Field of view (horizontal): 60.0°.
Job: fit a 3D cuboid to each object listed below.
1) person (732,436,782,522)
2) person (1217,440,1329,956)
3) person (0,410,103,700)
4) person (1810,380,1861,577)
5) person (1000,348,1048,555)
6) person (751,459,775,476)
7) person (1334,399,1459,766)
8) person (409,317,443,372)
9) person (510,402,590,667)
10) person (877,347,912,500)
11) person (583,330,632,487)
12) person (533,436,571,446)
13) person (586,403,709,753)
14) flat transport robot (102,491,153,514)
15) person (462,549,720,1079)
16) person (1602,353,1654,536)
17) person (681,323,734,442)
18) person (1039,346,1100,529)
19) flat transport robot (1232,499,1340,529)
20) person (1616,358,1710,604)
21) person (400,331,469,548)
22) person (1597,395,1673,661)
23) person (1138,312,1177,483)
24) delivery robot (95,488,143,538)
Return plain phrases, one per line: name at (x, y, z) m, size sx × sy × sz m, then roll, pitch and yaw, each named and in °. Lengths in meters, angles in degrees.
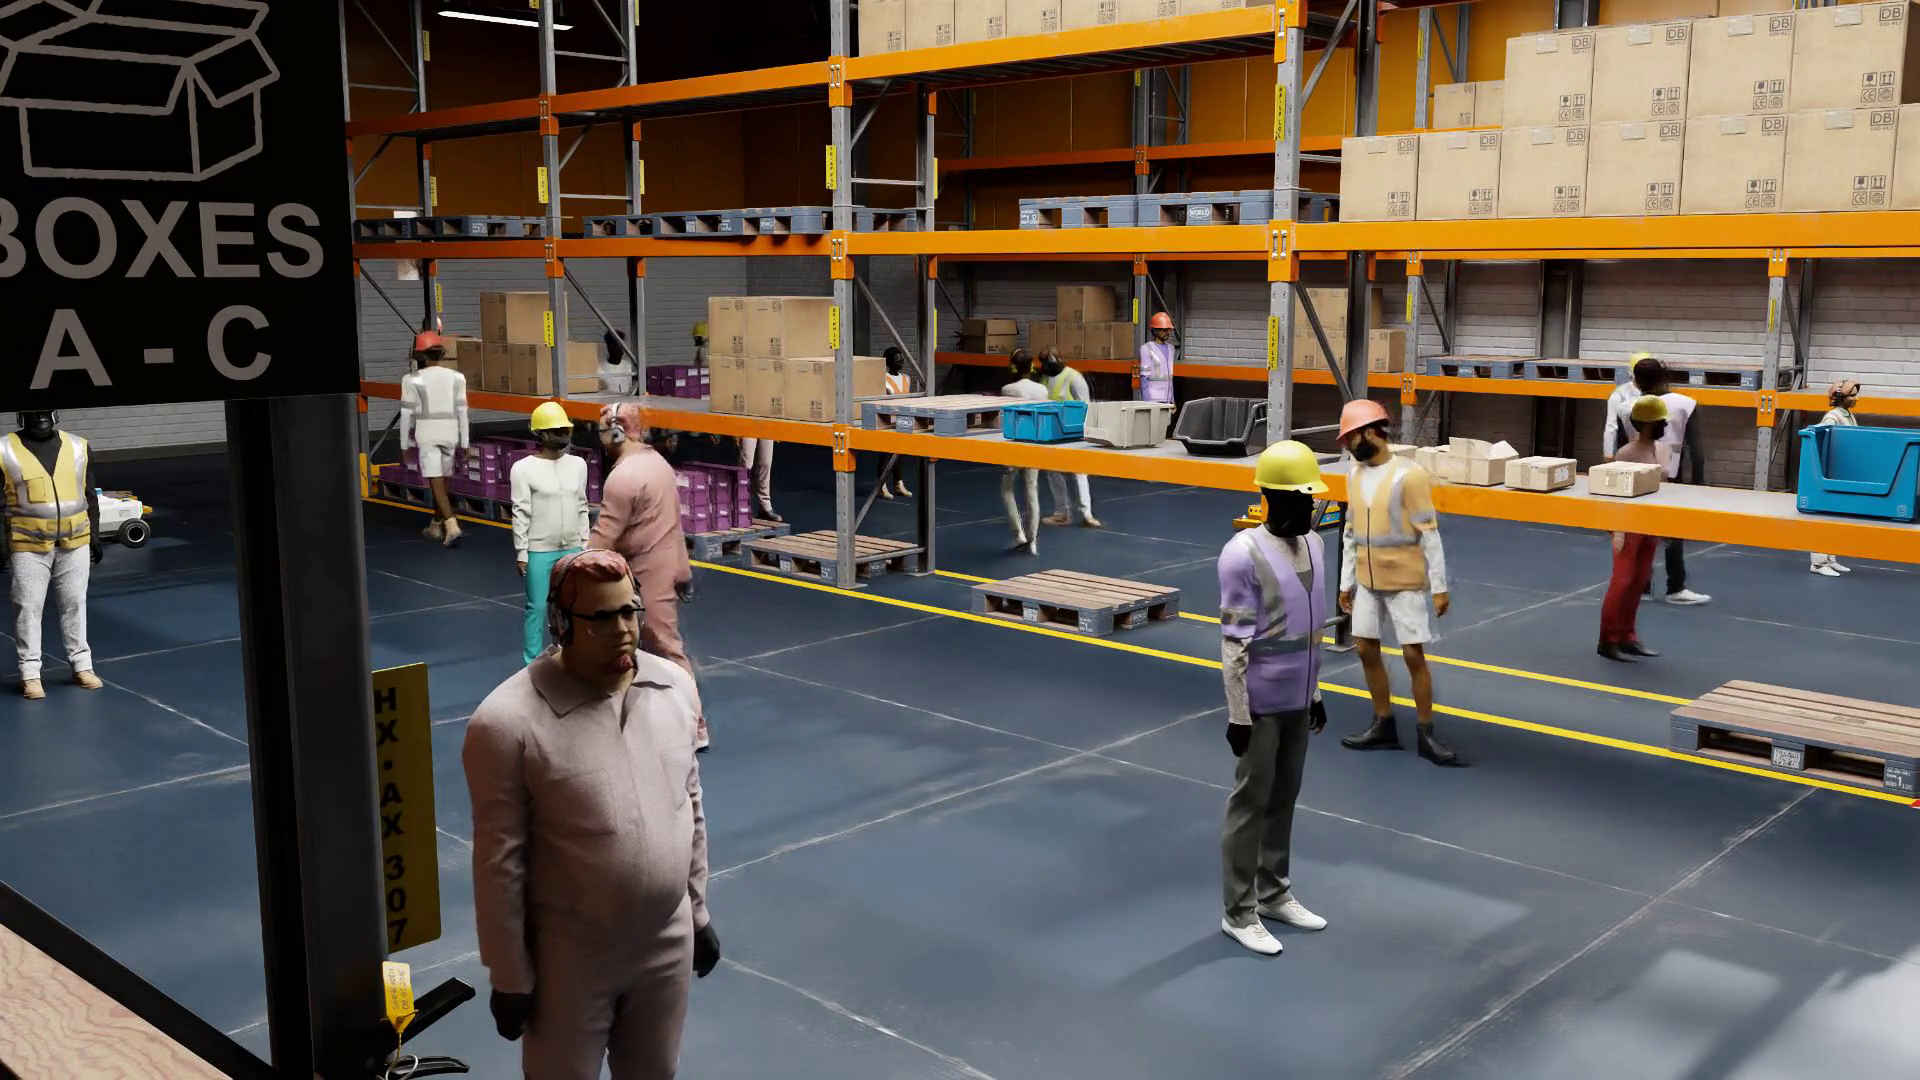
person at (-2.049, -1.152, 16.706) m, size 0.370 × 1.996 × 0.622 m, roll 9°, pitch 13°, yaw 42°
person at (1.205, 0.581, 6.297) m, size 0.366 × 1.926 × 0.594 m, roll 9°, pitch 13°, yaw 42°
person at (-5.482, 0.020, 9.999) m, size 0.429 × 1.843 × 0.633 m, roll 9°, pitch 13°, yaw 42°
person at (7.334, -0.523, 13.925) m, size 0.306 × 1.645 × 0.522 m, roll 9°, pitch 13°, yaw 42°
person at (0.562, -0.791, 14.943) m, size 0.548 × 1.847 × 0.482 m, roll -4°, pitch 10°, yaw -25°
person at (-2.536, -1.769, 20.654) m, size 0.340 × 1.942 × 0.552 m, roll 9°, pitch 13°, yaw 42°
person at (2.276, 0.226, 8.628) m, size 0.433 × 1.887 × 0.738 m, roll -7°, pitch 11°, yaw -35°
person at (-6.481, -1.775, 20.532) m, size 0.381 × 1.993 × 0.622 m, roll 9°, pitch 13°, yaw 42°
person at (-2.441, 0.055, 10.004) m, size 0.296 × 1.772 × 0.533 m, roll 9°, pitch 13°, yaw 42°
person at (-0.738, -1.305, 18.553) m, size 0.315 × 1.700 × 0.541 m, roll 9°, pitch 13°, yaw 42°
person at (-3.831, -1.361, 18.305) m, size 0.987 × 1.909 × 0.617 m, roll 9°, pitch 13°, yaw 44°
person at (-5.837, -2.189, 23.355) m, size 0.788 × 1.898 × 0.630 m, roll -8°, pitch 12°, yaw -40°
person at (-1.771, 0.211, 8.801) m, size 0.974 × 1.854 × 0.645 m, roll 1°, pitch 9°, yaw 4°
flat transport robot at (-9.076, -0.321, 16.894) m, size 0.652 × 0.197 × 1.431 m, roll 9°, pitch 13°, yaw 43°
person at (-0.847, 0.962, 4.021) m, size 0.409 × 1.907 × 0.651 m, roll 9°, pitch 13°, yaw 42°
person at (6.298, -0.856, 15.574) m, size 0.612 × 1.795 × 0.647 m, roll -4°, pitch 10°, yaw -22°
person at (-3.660, -2.307, 24.537) m, size 0.940 × 1.782 × 0.614 m, roll 3°, pitch 10°, yaw 18°
person at (1.059, -1.006, 16.448) m, size 0.436 × 1.800 × 0.775 m, roll -8°, pitch 12°, yaw -41°
flat transport robot at (3.385, -0.262, 16.528) m, size 0.652 × 0.197 × 1.431 m, roll 9°, pitch 13°, yaw 43°
person at (5.437, -0.452, 12.810) m, size 0.768 × 1.873 × 0.393 m, roll 5°, pitch 11°, yaw 30°
person at (-4.831, -0.935, 15.404) m, size 0.627 × 2.003 × 1.036 m, roll -8°, pitch 12°, yaw -40°
person at (4.445, -0.074, 10.895) m, size 0.549 × 1.748 × 0.381 m, roll -6°, pitch 11°, yaw -33°
person at (2.394, -1.704, 19.950) m, size 0.372 × 2.042 × 0.615 m, roll 9°, pitch 13°, yaw 42°
delivery robot at (-7.874, -0.229, 15.175) m, size 0.477 × 0.478 × 0.707 m, roll 9°, pitch 13°, yaw 43°
